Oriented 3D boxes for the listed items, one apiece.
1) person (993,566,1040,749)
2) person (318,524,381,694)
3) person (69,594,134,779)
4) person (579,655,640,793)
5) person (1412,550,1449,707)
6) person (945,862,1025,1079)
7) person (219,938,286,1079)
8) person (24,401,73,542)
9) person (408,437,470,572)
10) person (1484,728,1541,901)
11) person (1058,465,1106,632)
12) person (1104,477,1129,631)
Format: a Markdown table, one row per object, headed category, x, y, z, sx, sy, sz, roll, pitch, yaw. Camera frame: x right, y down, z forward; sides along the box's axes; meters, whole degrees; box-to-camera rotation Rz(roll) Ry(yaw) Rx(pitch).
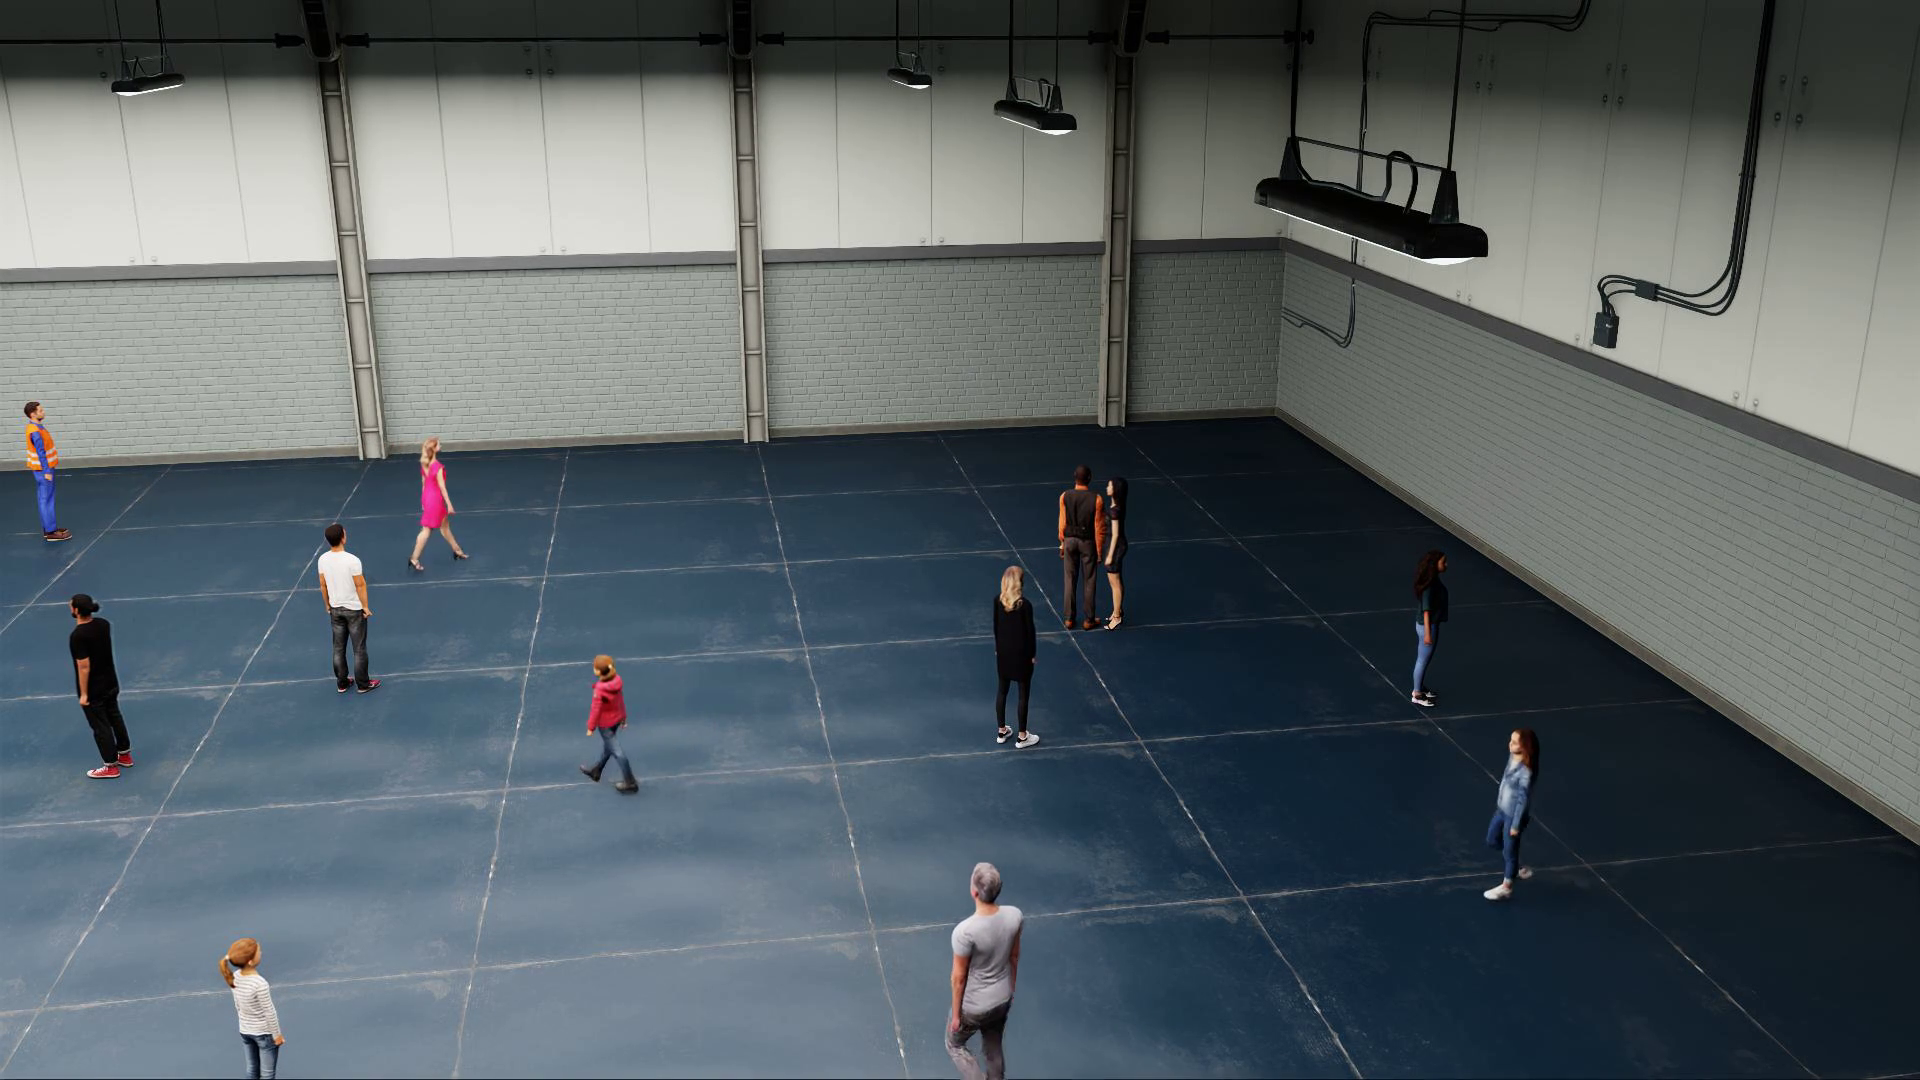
| category | x | y | z | sx | sy | sz | roll | pitch | yaw |
| --- | --- | --- | --- | --- | --- | --- | --- | --- | --- |
| person | 0.515 | 1.106 | 15.891 | 0.677 | 1.801 | 0.733 | 13 | 22 | 34 |
| person | -6.331 | 0.699 | 17.137 | 0.598 | 1.805 | 0.761 | 3 | 18 | 10 |
| person | -7.929 | 1.326 | 15.289 | 0.626 | 1.757 | 0.683 | 2 | 18 | 5 |
| person | -3.095 | 1.679 | 14.969 | 0.957 | 1.284 | 0.804 | 7 | 19 | 20 |
| person | 4.761 | 0.871 | 16.912 | 0.744 | 1.617 | 0.709 | 7 | 19 | 20 |
| person | 0.196 | 2.900 | 10.361 | 0.794 | 1.814 | 0.893 | -13 | 22 | -34 |
| person | -4.448 | 3.110 | 10.522 | 0.563 | 1.316 | 0.628 | 9 | 20 | 27 |
| person | -12.144 | -0.926 | 22.037 | 0.751 | 1.861 | 0.775 | -11 | 21 | -31 |
| person | -6.657 | -0.414 | 20.765 | 1.123 | 1.674 | 0.906 | -14 | 22 | -36 |
| person | 4.449 | 2.165 | 13.172 | 0.652 | 1.471 | 0.629 | 0 | 18 | -1 |
| person | 1.371 | 0.076 | 18.883 | 0.727 | 1.908 | 0.846 | 6 | 19 | 18 |
| person | 1.770 | 0.139 | 18.877 | 0.616 | 1.791 | 0.654 | 4 | 18 | 12 |
